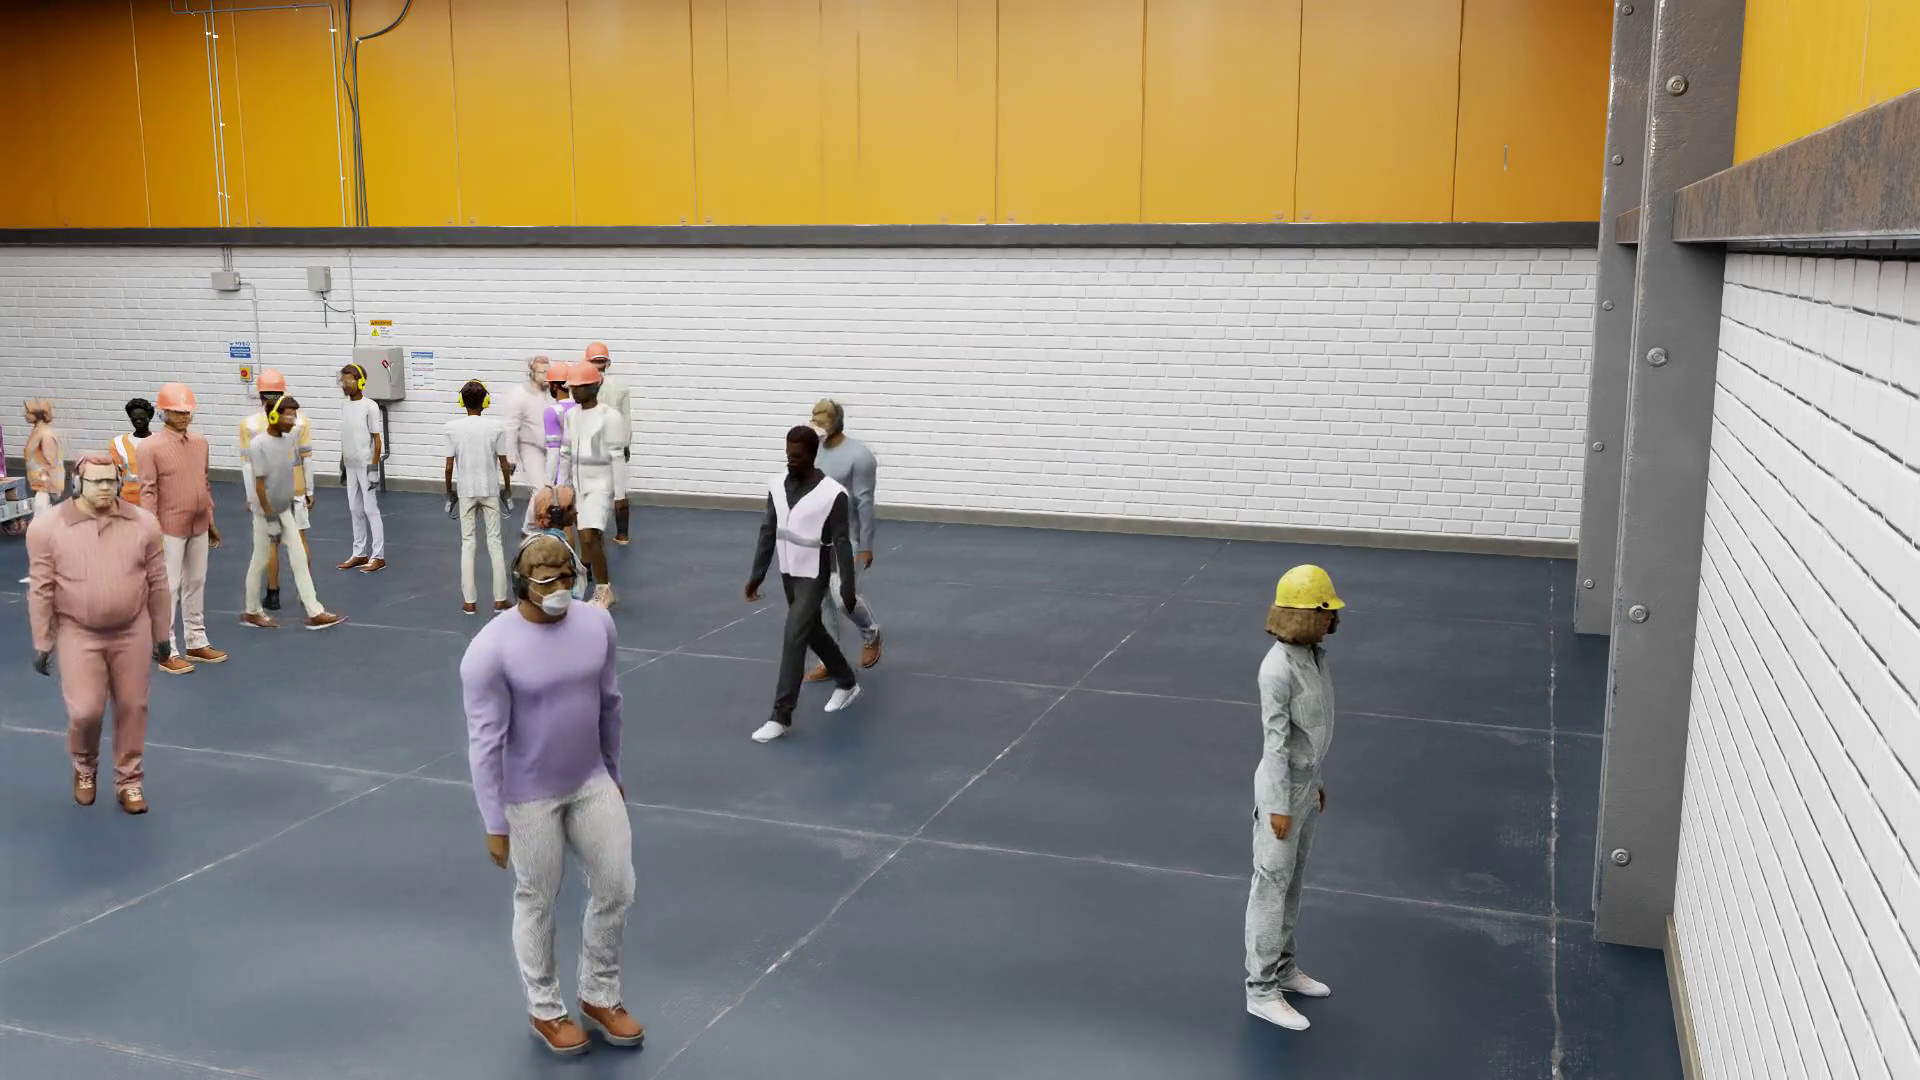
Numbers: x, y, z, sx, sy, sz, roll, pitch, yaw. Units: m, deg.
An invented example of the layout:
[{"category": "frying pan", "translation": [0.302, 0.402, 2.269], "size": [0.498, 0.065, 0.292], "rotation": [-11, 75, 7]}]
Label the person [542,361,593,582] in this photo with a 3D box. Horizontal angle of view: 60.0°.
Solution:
[{"category": "person", "translation": [-3.400, -0.564, 14.289], "size": [0.364, 1.935, 0.553], "rotation": [4, 11, 24]}]

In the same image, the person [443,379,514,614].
[{"category": "person", "translation": [-3.826, -0.342, 13.225], "size": [0.531, 1.870, 0.316], "rotation": [-2, 10, -13]}]

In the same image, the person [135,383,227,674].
[{"category": "person", "translation": [-5.354, -0.090, 11.464], "size": [0.392, 1.989, 0.618], "rotation": [3, 11, 18]}]

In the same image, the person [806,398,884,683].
[{"category": "person", "translation": [-0.807, -0.003, 11.175], "size": [0.644, 1.919, 0.514], "rotation": [7, 12, 35]}]

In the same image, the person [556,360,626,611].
[{"category": "person", "translation": [-2.960, -0.398, 13.106], "size": [0.626, 2.025, 0.556], "rotation": [8, 13, 39]}]

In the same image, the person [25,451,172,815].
[{"category": "person", "translation": [-4.371, 0.483, 8.511], "size": [0.677, 1.890, 0.430], "rotation": [-8, 13, -39]}]

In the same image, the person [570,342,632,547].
[{"category": "person", "translation": [-3.485, -0.923, 16.147], "size": [0.614, 1.993, 0.395], "rotation": [-6, 12, -32]}]

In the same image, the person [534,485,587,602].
[{"category": "person", "translation": [-2.179, 0.517, 9.032], "size": [0.310, 1.642, 0.514], "rotation": [-5, 11, -27]}]

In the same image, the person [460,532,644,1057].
[{"category": "person", "translation": [-1.411, 0.924, 5.924], "size": [0.534, 1.930, 0.668], "rotation": [9, 14, 42]}]

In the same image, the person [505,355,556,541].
[{"category": "person", "translation": [-3.970, -0.810, 15.810], "size": [0.437, 1.885, 0.669], "rotation": [6, 12, 31]}]

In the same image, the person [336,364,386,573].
[{"category": "person", "translation": [-5.404, -0.646, 14.934], "size": [0.512, 1.874, 0.328], "rotation": [6, 12, 31]}]

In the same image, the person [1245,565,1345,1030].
[{"category": "person", "translation": [1.279, 0.951, 6.302], "size": [0.299, 1.745, 0.483], "rotation": [5, 11, 28]}]

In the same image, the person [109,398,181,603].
[{"category": "person", "translation": [-6.610, -0.308, 13.524], "size": [0.535, 1.697, 0.318], "rotation": [-5, 11, -25]}]

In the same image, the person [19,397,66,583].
[{"category": "person", "translation": [-7.923, -0.450, 14.523], "size": [0.612, 1.622, 0.524], "rotation": [-7, 12, -34]}]

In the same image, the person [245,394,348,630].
[{"category": "person", "translation": [-5.104, -0.196, 12.566], "size": [0.949, 1.809, 0.525], "rotation": [3, 11, 19]}]

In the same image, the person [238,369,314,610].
[{"category": "person", "translation": [-5.483, -0.404, 13.386], "size": [0.544, 1.939, 0.354], "rotation": [-6, 12, -31]}]

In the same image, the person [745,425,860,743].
[{"category": "person", "translation": [-0.922, 0.221, 10.120], "size": [0.592, 1.862, 1.040], "rotation": [9, 14, 42]}]
